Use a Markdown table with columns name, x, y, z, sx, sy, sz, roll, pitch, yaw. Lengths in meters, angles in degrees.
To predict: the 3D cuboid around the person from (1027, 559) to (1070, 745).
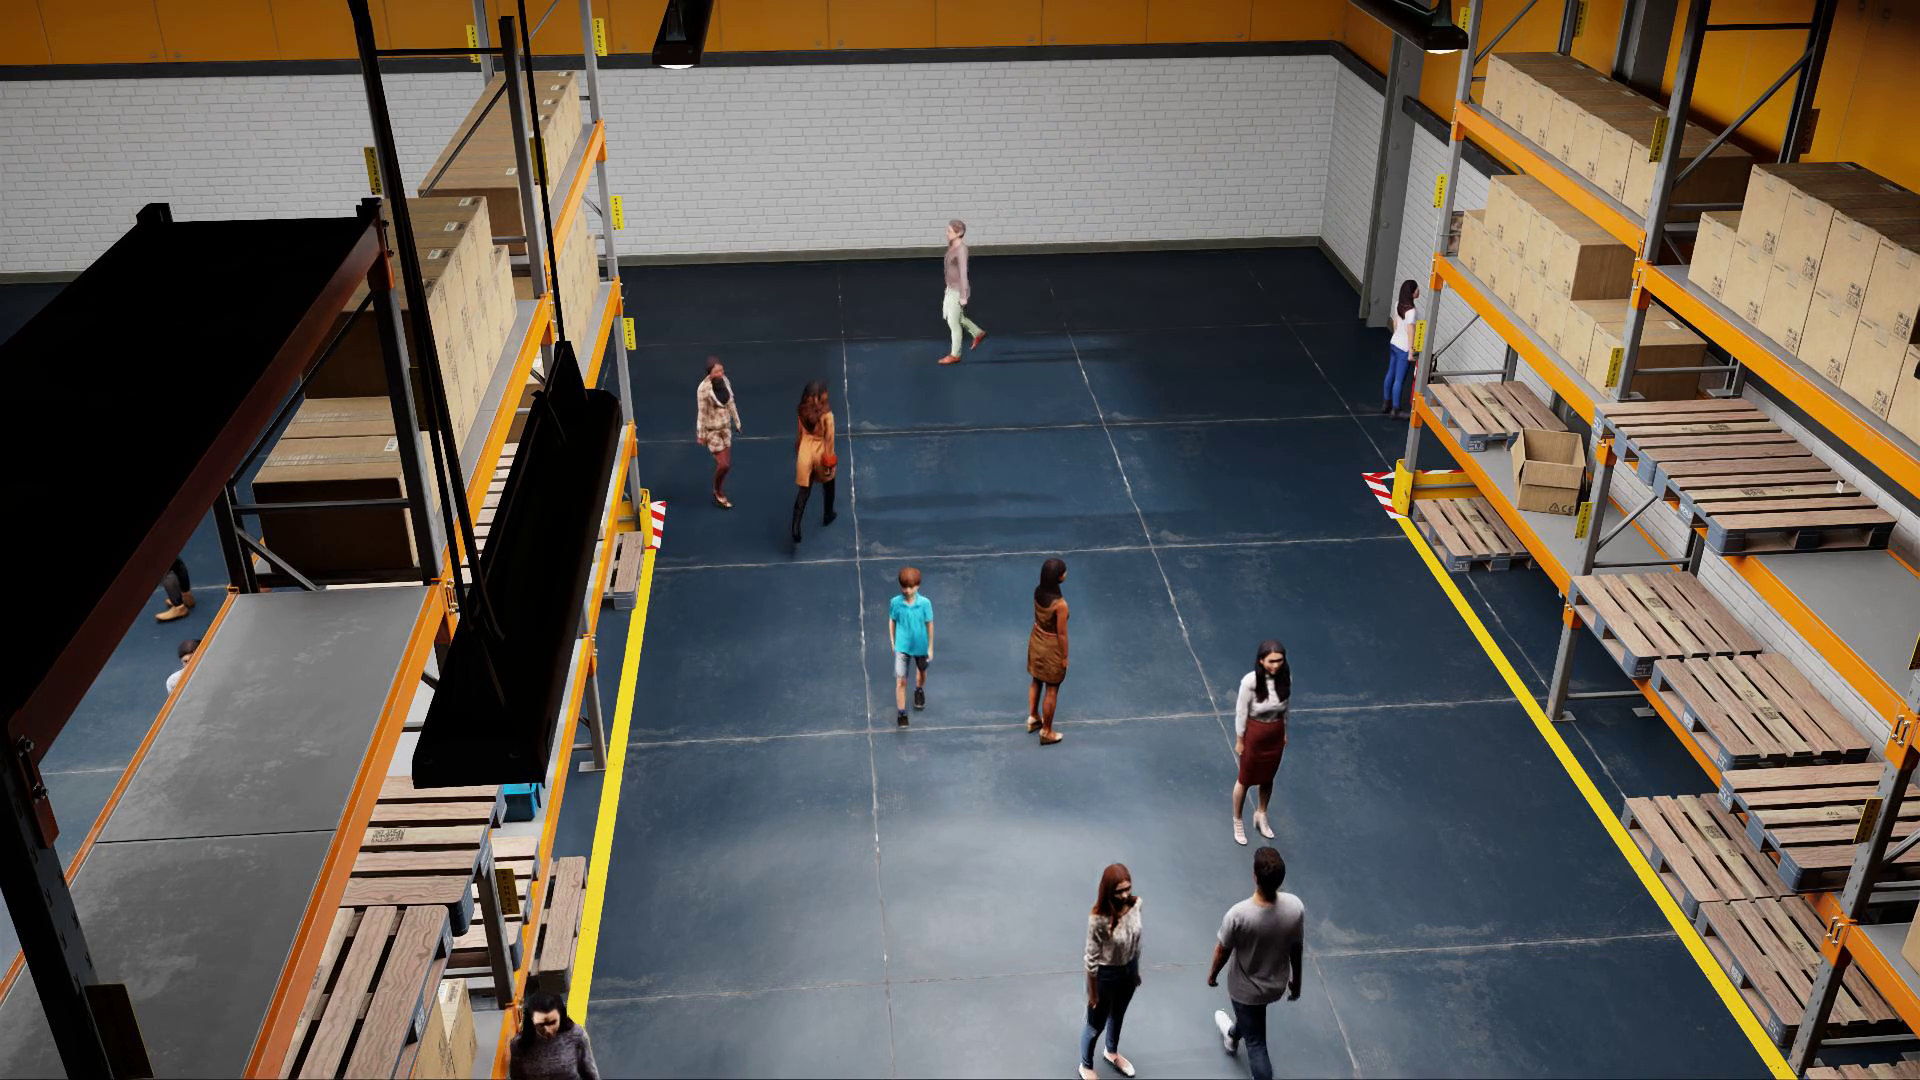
| name | x | y | z | sx | sy | sz | roll | pitch | yaw |
| --- | --- | --- | --- | --- | --- | --- | --- | --- | --- |
| person | 0.726 | 0.904 | 13.687 | 0.694 | 1.686 | 0.584 | -16 | 32 | -27 |

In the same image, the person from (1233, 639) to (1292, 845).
| name | x | y | z | sx | sy | sz | roll | pitch | yaw |
| --- | --- | --- | --- | --- | --- | --- | --- | --- | --- |
| person | 2.268 | 1.512 | 12.505 | 0.641 | 1.751 | 0.589 | -9 | 30 | -17 |

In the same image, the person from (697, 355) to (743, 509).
| name | x | y | z | sx | sy | sz | roll | pitch | yaw |
| --- | --- | --- | --- | --- | --- | --- | --- | --- | --- |
| person | -2.587 | -1.118 | 17.302 | 0.840 | 1.775 | 0.771 | 18 | 33 | 29 |

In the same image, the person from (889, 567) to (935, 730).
| name | x | y | z | sx | sy | sz | roll | pitch | yaw |
| --- | --- | --- | --- | --- | --- | --- | --- | --- | --- |
| person | -0.394 | 0.839 | 14.092 | 0.561 | 1.413 | 0.936 | -1 | 29 | -1 |

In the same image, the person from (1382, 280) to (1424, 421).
| name | x | y | z | sx | sy | sz | roll | pitch | yaw |
| --- | --- | --- | --- | --- | --- | --- | --- | --- | --- |
| person | 5.157 | -2.224 | 19.424 | 0.678 | 1.684 | 0.485 | -5 | 29 | -9 |

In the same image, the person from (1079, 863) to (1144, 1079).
| name | x | y | z | sx | sy | sz | roll | pitch | yaw |
| --- | --- | --- | --- | --- | --- | --- | --- | --- | --- |
| person | 0.945 | 2.690 | 10.372 | 0.653 | 1.725 | 0.657 | -19 | 34 | -31 |

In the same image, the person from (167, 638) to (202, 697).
| name | x | y | z | sx | sy | sz | roll | pitch | yaw |
| --- | --- | --- | --- | --- | --- | --- | --- | --- | --- |
| person | -5.664 | 1.469 | 12.575 | 0.646 | 1.759 | 0.690 | -5 | 29 | -9 |

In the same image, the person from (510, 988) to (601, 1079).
| name | x | y | z | sx | sy | sz | roll | pitch | yaw |
| --- | --- | --- | --- | --- | --- | --- | --- | --- | --- |
| person | -2.301 | 3.168 | 9.532 | 0.786 | 1.691 | 1.141 | -8 | 30 | -14 |

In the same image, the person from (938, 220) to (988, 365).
| name | x | y | z | sx | sy | sz | roll | pitch | yaw |
| --- | --- | --- | --- | --- | --- | --- | --- | --- | --- |
| person | 0.046 | -3.127 | 20.894 | 0.810 | 1.862 | 0.886 | -7 | 29 | -13 |

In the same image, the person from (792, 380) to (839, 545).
| name | x | y | z | sx | sy | sz | roll | pitch | yaw |
| --- | --- | --- | --- | --- | --- | --- | --- | --- | --- |
| person | -1.496 | -0.764 | 16.741 | 1.009 | 1.690 | 1.260 | 10 | 30 | 18 |

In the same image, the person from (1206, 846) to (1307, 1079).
| name | x | y | z | sx | sy | sz | roll | pitch | yaw |
| --- | --- | --- | --- | --- | --- | --- | --- | --- | --- |
| person | 1.860 | 2.748 | 10.143 | 0.865 | 1.843 | 1.251 | -9 | 30 | -16 |
